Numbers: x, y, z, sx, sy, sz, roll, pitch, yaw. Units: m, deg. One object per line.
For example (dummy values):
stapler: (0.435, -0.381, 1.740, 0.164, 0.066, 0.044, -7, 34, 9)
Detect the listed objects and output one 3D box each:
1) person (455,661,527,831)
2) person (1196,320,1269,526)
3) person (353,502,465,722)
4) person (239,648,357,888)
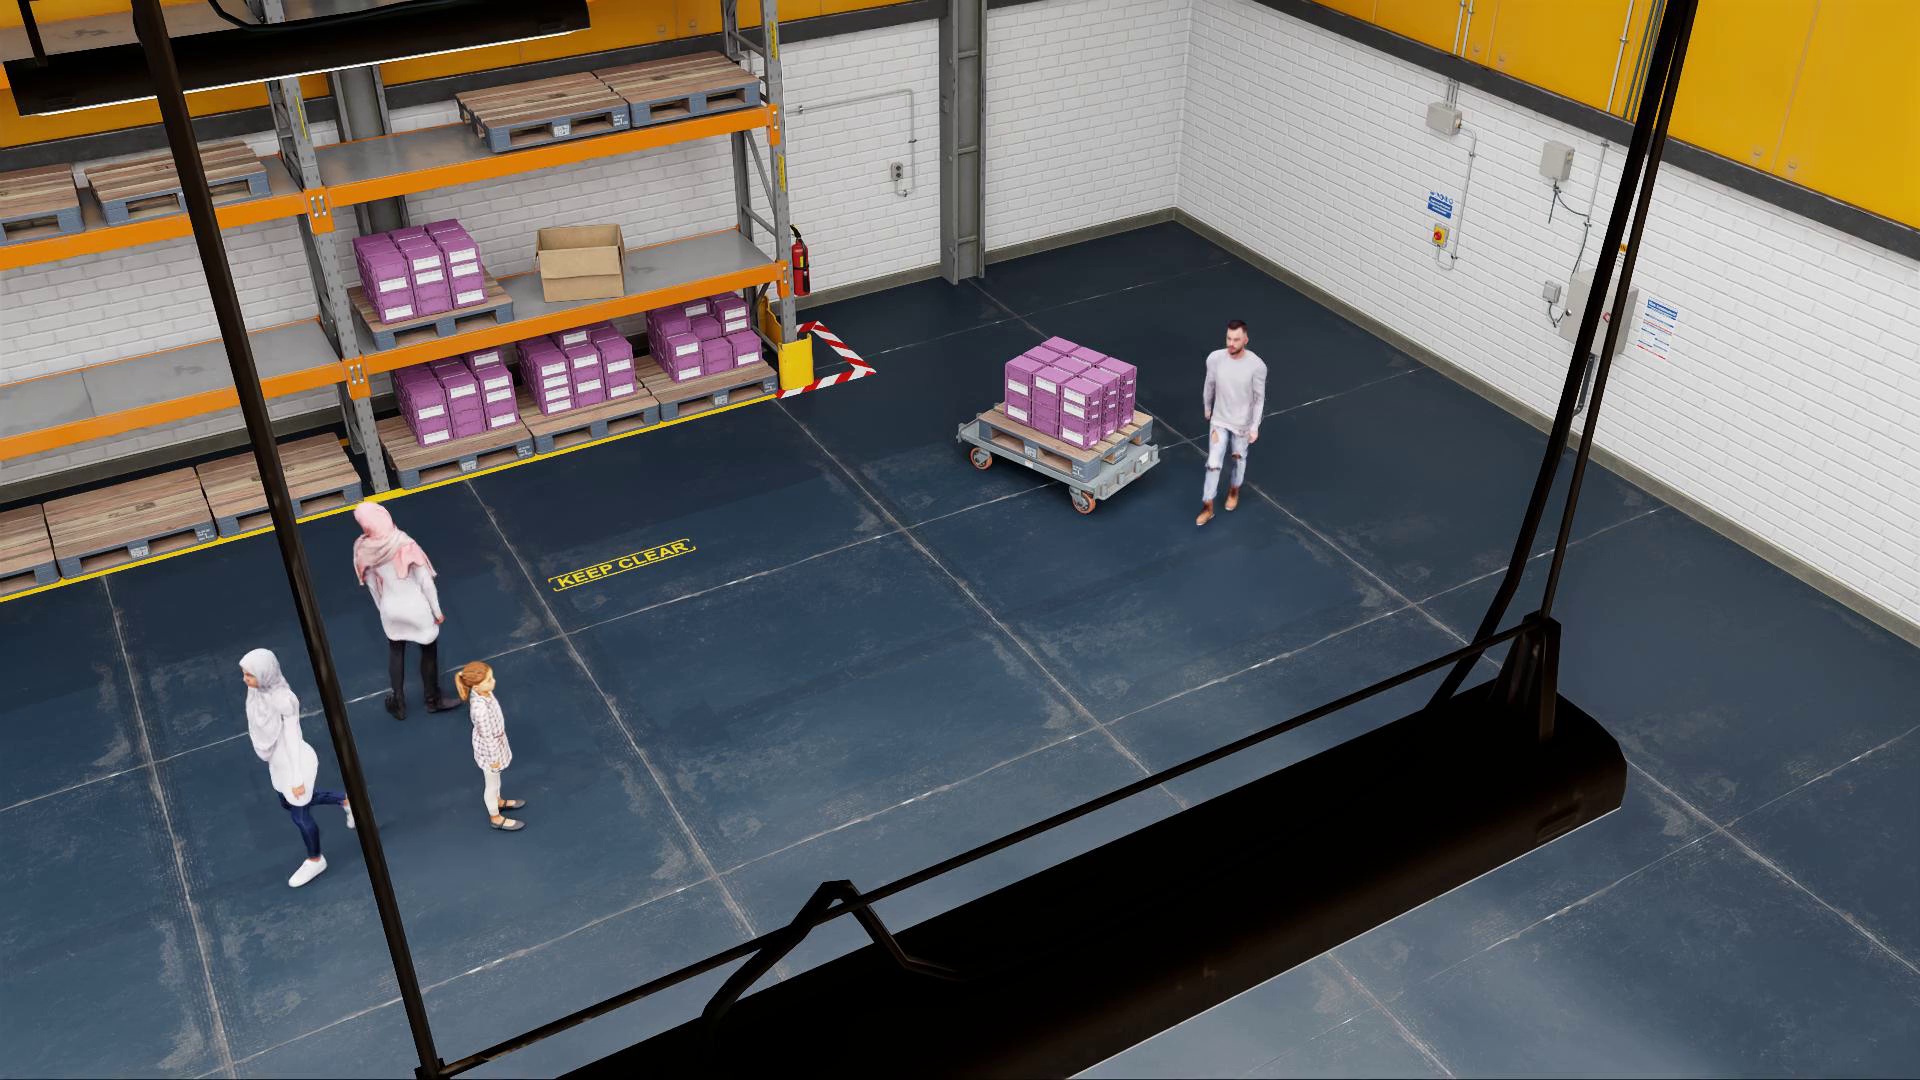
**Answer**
person: (-3.076, 1.321, 10.864, 0.598, 1.311, 0.596, -5, 34, -8)
person: (2.328, -1.061, 13.997, 1.005, 1.811, 1.091, 11, 35, 16)
person: (-3.843, 0.507, 11.665, 0.817, 1.781, 0.892, 15, 37, 22)
person: (-4.103, 1.362, 10.396, 0.791, 1.763, 0.980, 28, 43, 35)
